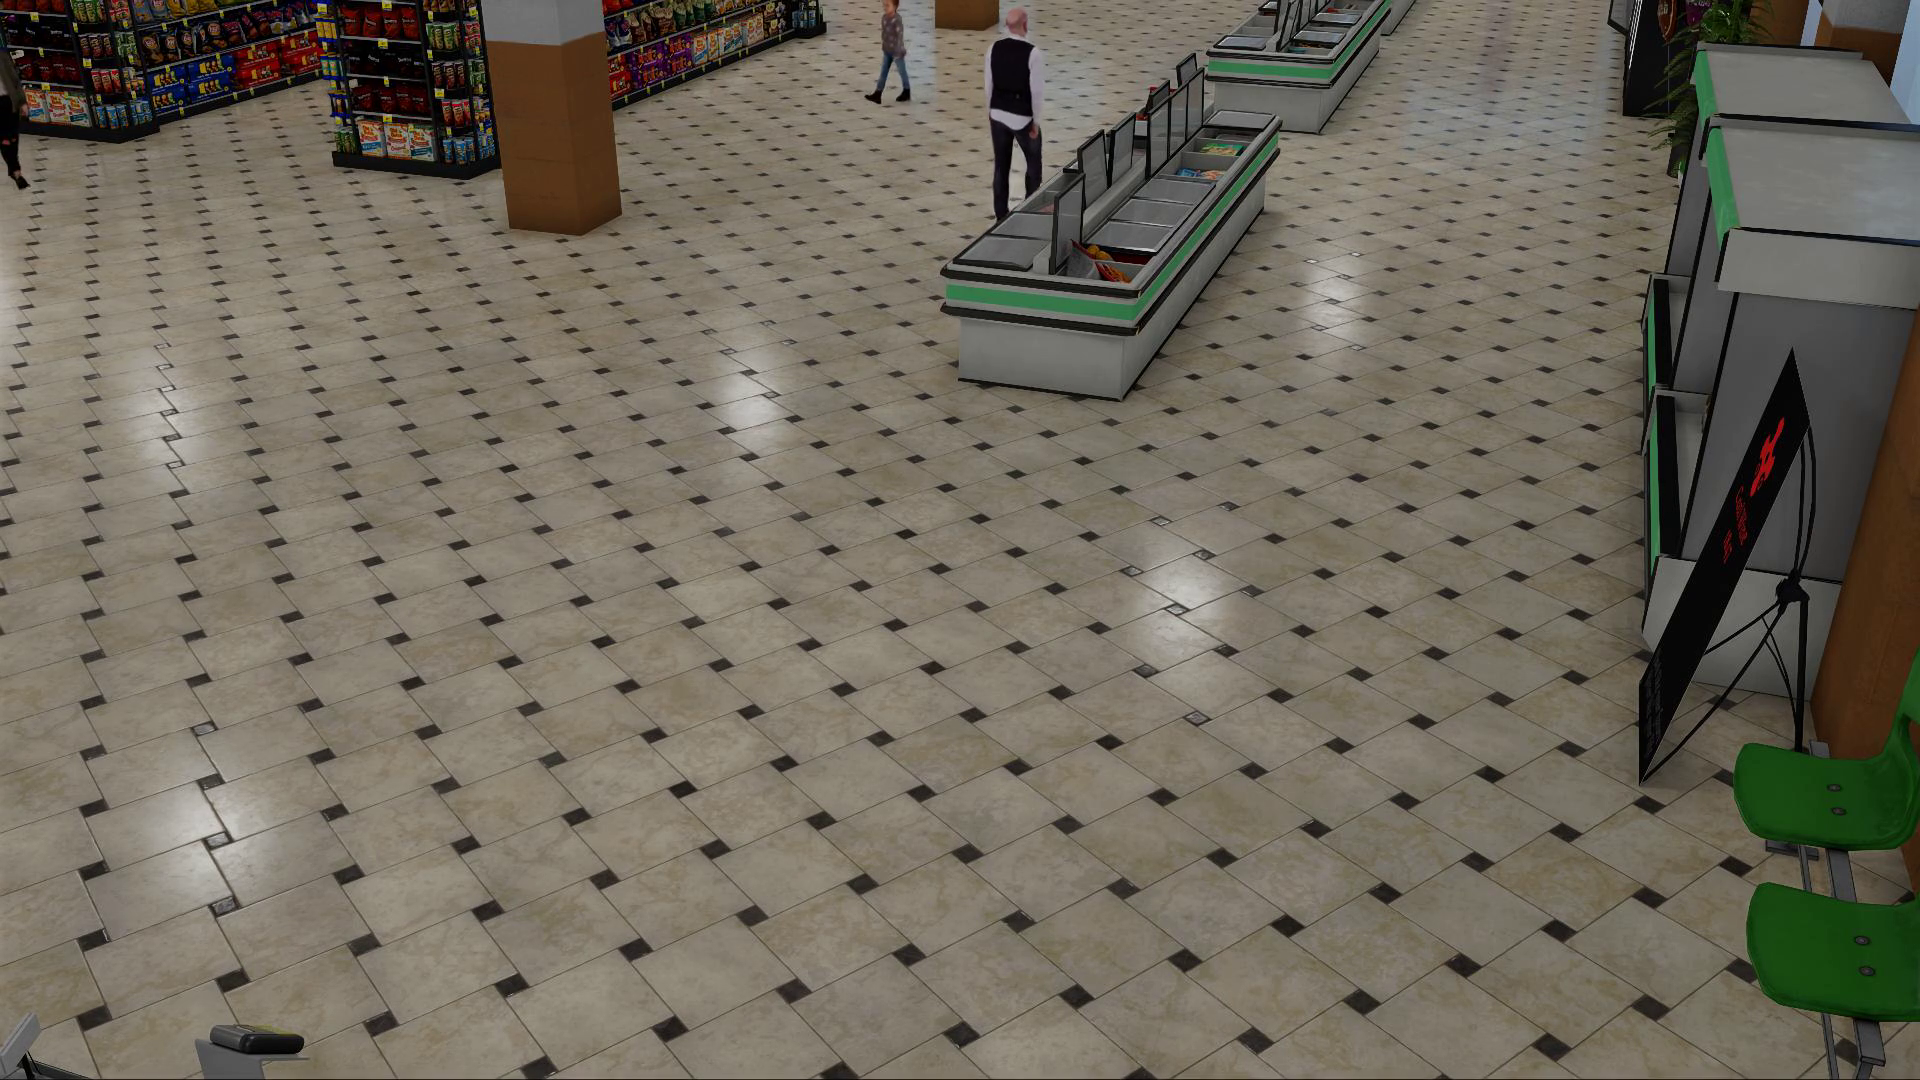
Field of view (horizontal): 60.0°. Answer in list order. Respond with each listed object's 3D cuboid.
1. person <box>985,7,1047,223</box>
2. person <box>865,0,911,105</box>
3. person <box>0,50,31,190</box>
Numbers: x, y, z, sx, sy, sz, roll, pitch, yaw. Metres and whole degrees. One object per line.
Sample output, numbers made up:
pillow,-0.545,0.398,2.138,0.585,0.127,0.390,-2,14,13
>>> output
person,0.403,-3.386,13.588,0.674,1.805,0.808,9,28,17
person,-0.682,-5.360,18.191,0.700,1.160,0.883,24,35,39
person,-8.693,-3.917,15.040,1.010,1.438,0.953,-22,34,-36
